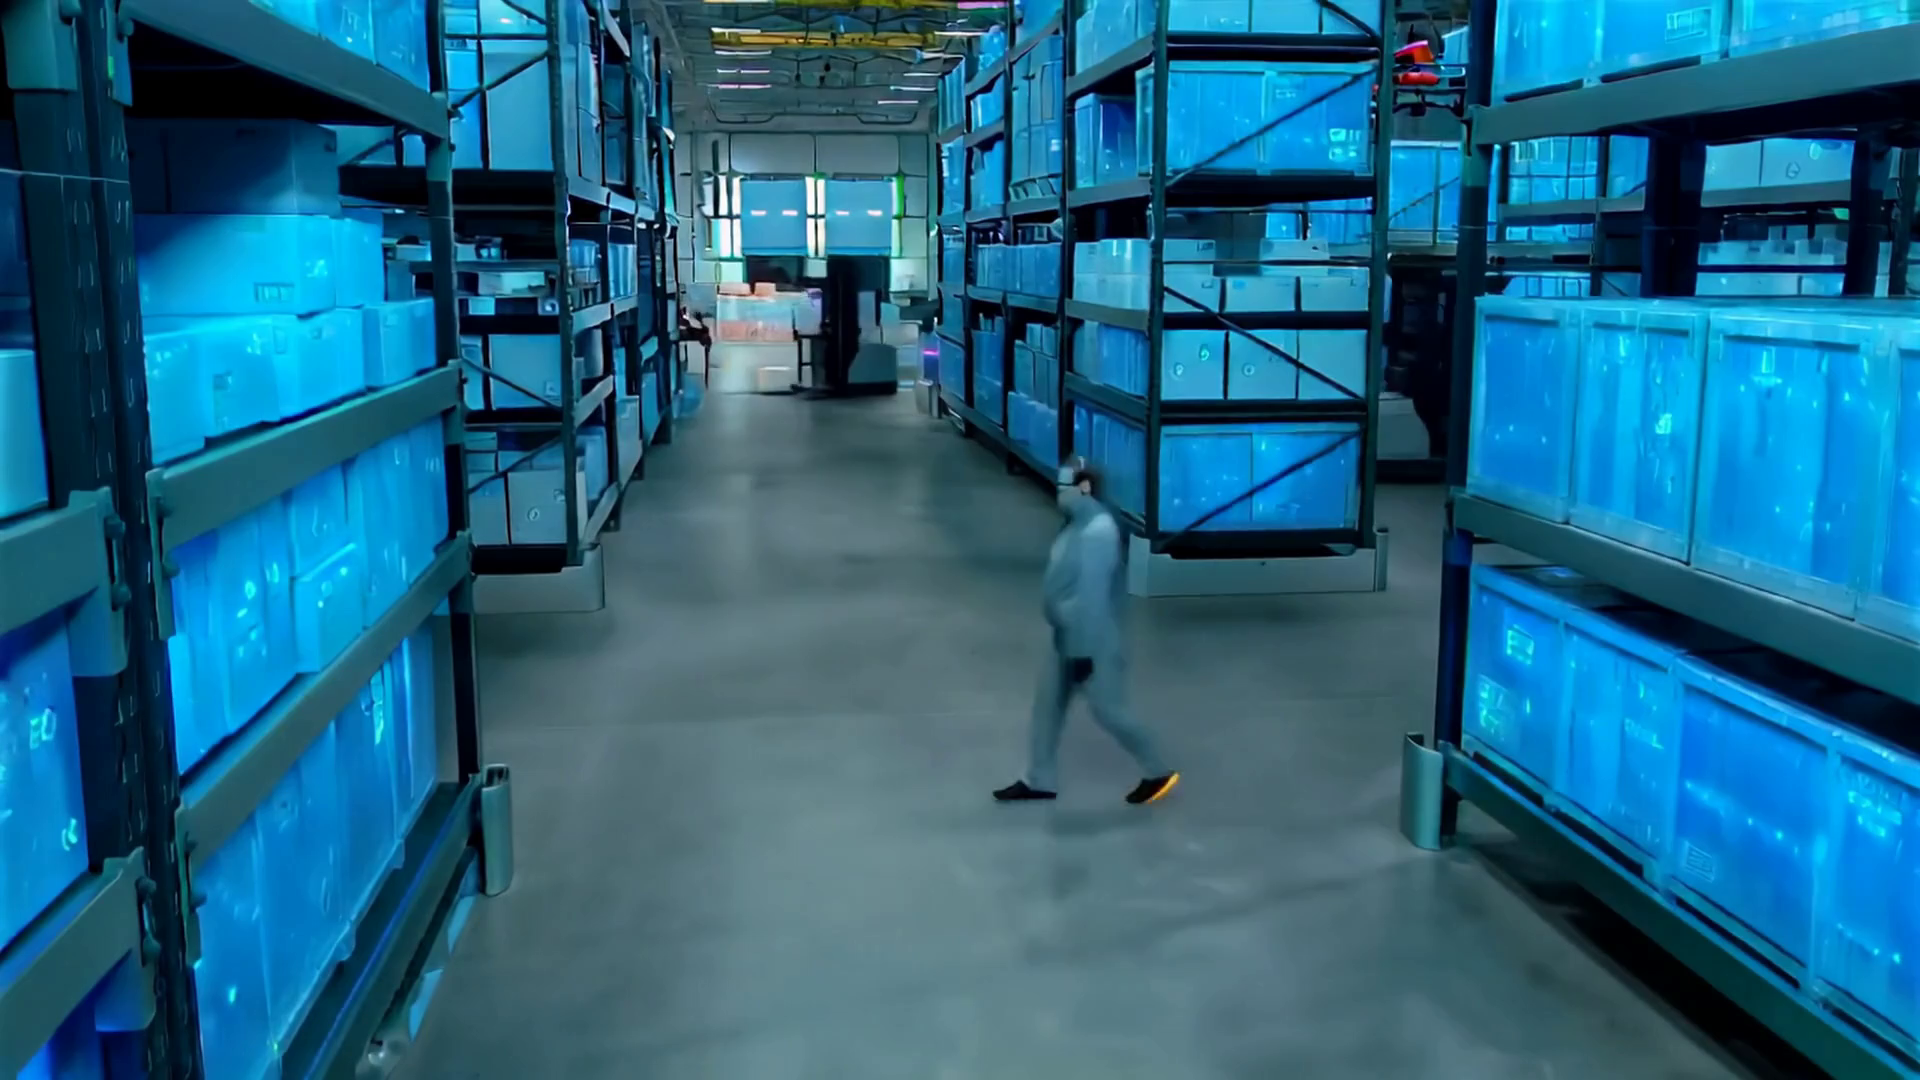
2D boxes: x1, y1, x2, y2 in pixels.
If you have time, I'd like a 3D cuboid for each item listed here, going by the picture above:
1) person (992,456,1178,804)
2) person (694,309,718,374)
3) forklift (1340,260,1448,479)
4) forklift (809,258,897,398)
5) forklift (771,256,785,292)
[{"bbox_3d":[0.694,0.484,8.699,0.959,1.871,0.653,-1,10,-7],"label":"person"},{"bbox_3d":[-6.111,-4.691,39.560,0.668,1.620,0.523,-3,10,-18],"label":"person"},{"bbox_3d":[5.753,-2.195,21.346,1.873,2.768,1.129,-1,10,-7],"label":"forklift"},{"bbox_3d":[-2.307,-4.330,33.776,1.873,2.768,1.129,-4,10,-20],"label":"forklift"},{"bbox_3d":[-6.462,-8.662,58.992,1.873,2.768,1.129,0,10,0],"label":"forklift"}]
